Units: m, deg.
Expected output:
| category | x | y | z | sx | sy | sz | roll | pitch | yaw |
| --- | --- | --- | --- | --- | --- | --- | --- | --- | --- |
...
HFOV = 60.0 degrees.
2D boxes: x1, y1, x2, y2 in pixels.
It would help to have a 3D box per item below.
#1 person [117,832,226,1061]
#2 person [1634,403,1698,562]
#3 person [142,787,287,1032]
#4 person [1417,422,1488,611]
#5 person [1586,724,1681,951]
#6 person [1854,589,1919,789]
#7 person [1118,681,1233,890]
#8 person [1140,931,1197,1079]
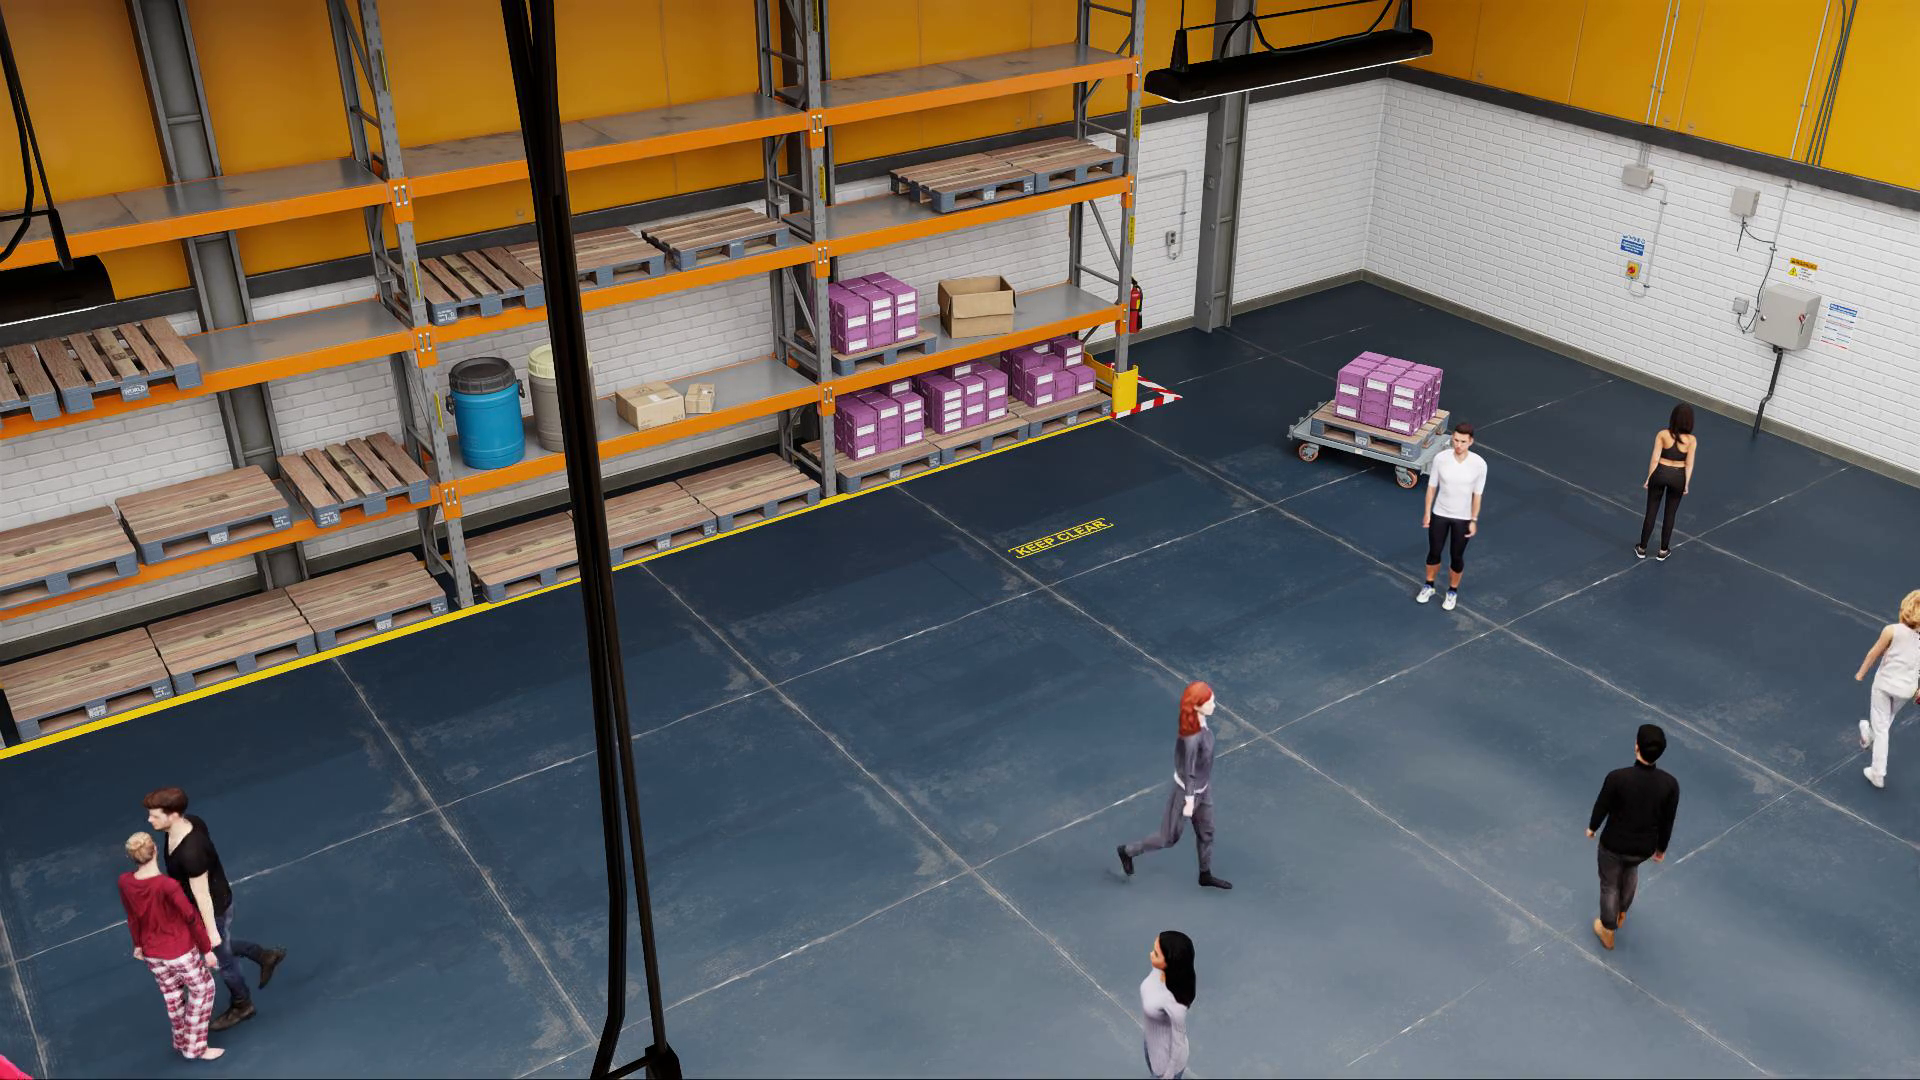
| category | x | y | z | sx | sy | sz | roll | pitch | yaw |
| --- | --- | --- | --- | --- | --- | --- | --- | --- | --- |
| person | -4.948 | 2.551 | 10.411 | 0.769 | 1.693 | 0.830 | 8 | 30 | 14 |
| person | 6.888 | -0.573 | 16.190 | 0.625 | 1.644 | 0.645 | 11 | 31 | 19 |
| person | -4.733 | 2.309 | 10.653 | 0.826 | 1.886 | 0.700 | -21 | 35 | -33 |
| person | 4.557 | -0.242 | 15.368 | 0.740 | 1.848 | 0.742 | 13 | 31 | 22 |
| person | 4.562 | 2.060 | 11.293 | 0.795 | 1.710 | 0.864 | 1 | 29 | 1 |
| person | 7.311 | 1.185 | 12.981 | 1.032 | 1.630 | 1.088 | 4 | 29 | 8 |
| person | 1.553 | 1.760 | 11.794 | 1.072 | 1.758 | 1.066 | 7 | 29 | 13 |
| person | 1.205 | 2.955 | 9.627 | 0.704 | 1.734 | 0.692 | -1 | 29 | -2 |
